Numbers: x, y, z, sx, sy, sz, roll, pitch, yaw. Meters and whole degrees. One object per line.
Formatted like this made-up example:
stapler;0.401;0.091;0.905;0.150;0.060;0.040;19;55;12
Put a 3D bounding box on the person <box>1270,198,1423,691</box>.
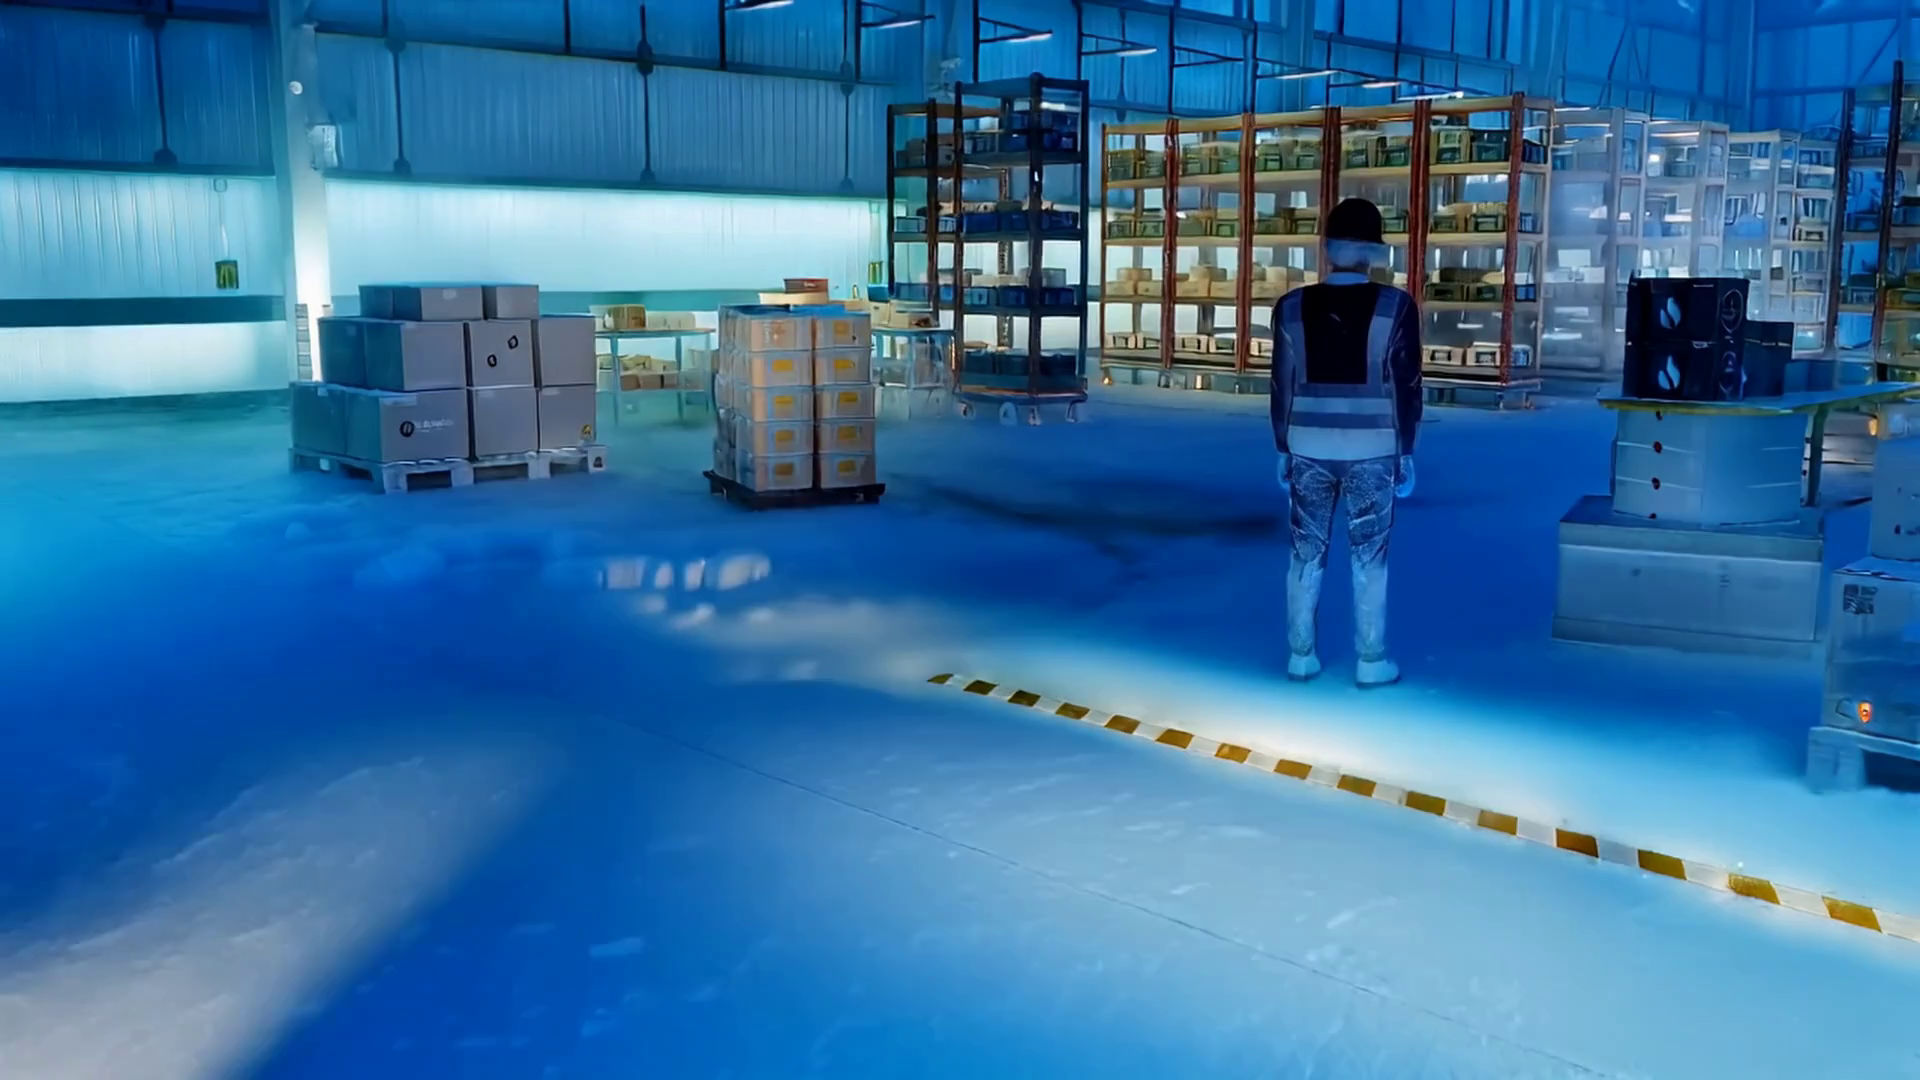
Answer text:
person;1.533;-0.370;6.635;0.605;1.948;0.391;5;11;27
